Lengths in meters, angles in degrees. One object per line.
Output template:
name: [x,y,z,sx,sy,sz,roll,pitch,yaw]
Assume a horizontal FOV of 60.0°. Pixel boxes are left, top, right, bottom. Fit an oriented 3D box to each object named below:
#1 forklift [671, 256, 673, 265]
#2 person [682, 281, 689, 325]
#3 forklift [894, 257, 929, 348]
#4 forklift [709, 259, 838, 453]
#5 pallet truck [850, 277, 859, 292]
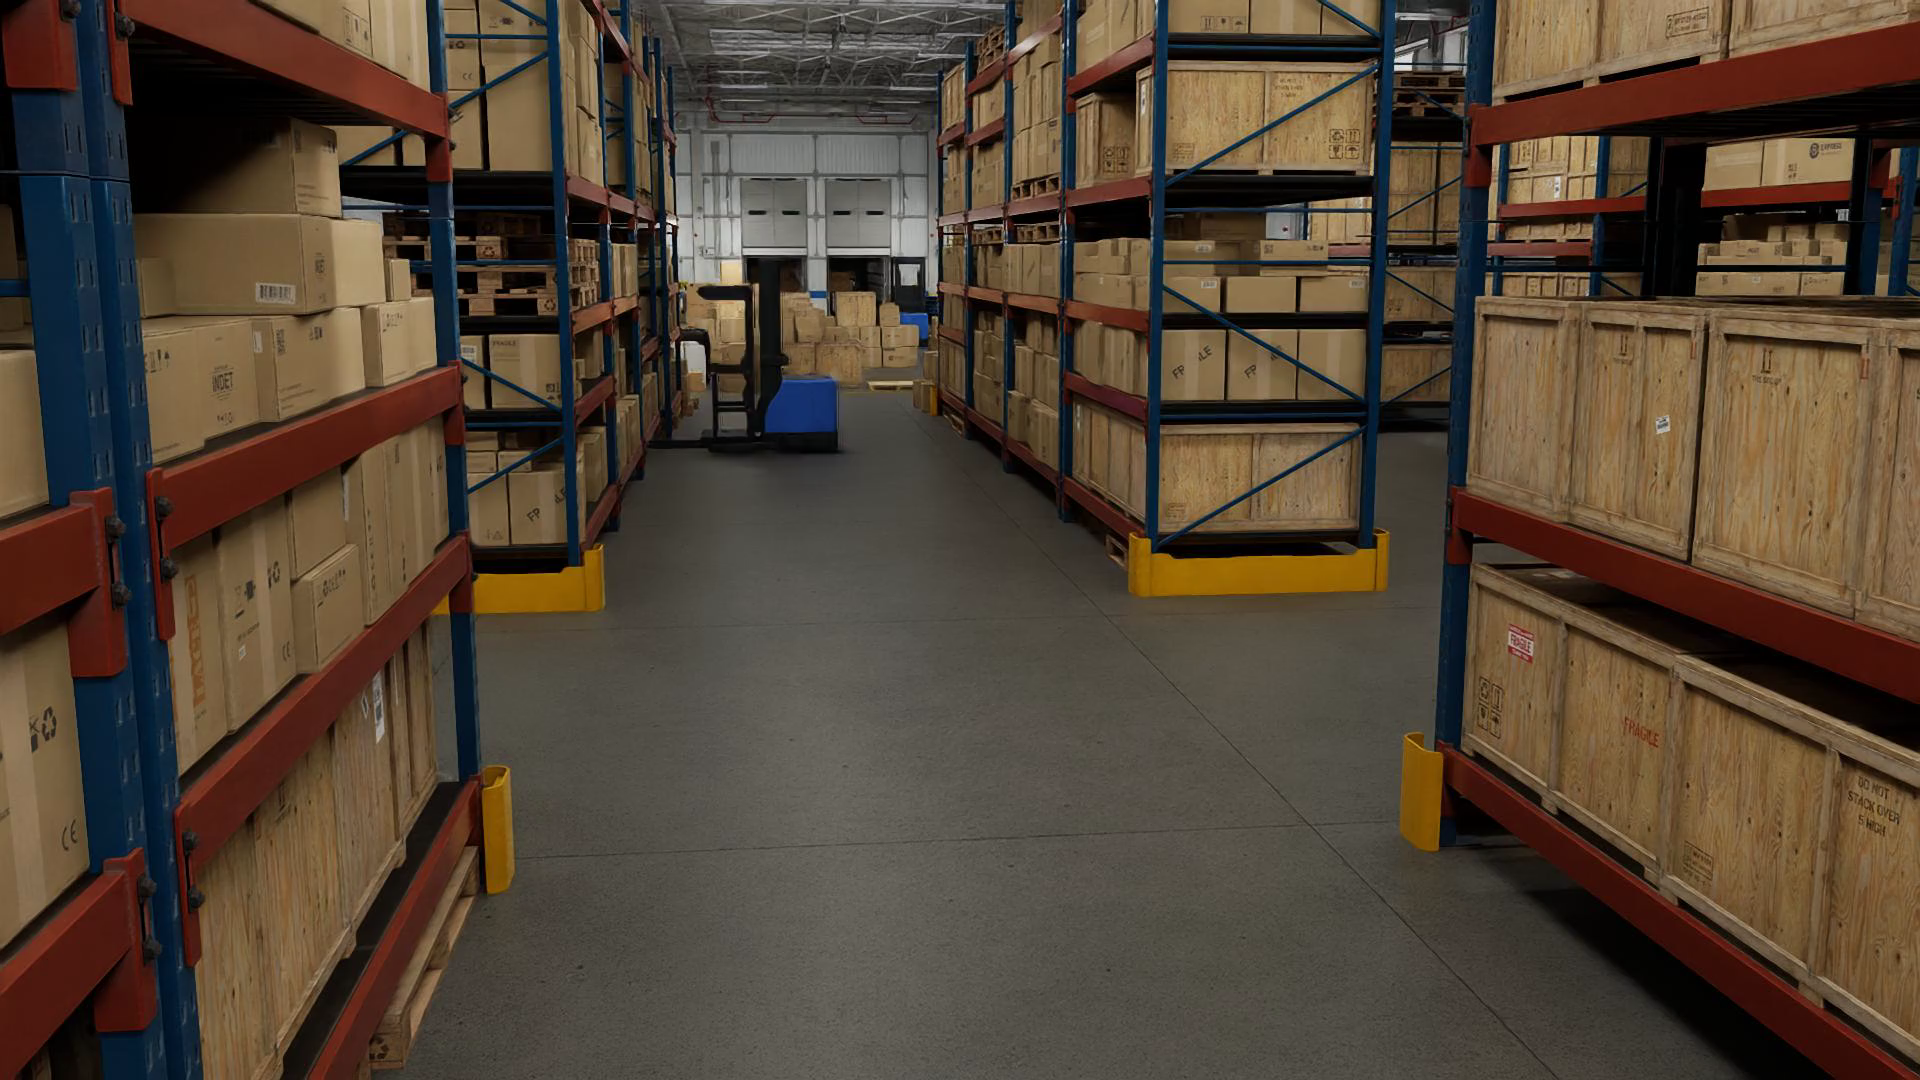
forklift: [-10.987,-9.066,61.344,1.129,2.768,1.873,-1,10,-7]
person: [-9.884,-8.428,60.430,0.380,1.917,0.585,7,12,34]
forklift: [-1.574,-7.394,51.613,1.129,2.768,1.873,-1,10,-7]
forklift: [-2.769,-2.732,24.472,1.873,2.768,1.129,-1,10,-7]
pallet truck: [-3.782,-9.391,65.808,1.885,1.965,0.823,2,10,10]
